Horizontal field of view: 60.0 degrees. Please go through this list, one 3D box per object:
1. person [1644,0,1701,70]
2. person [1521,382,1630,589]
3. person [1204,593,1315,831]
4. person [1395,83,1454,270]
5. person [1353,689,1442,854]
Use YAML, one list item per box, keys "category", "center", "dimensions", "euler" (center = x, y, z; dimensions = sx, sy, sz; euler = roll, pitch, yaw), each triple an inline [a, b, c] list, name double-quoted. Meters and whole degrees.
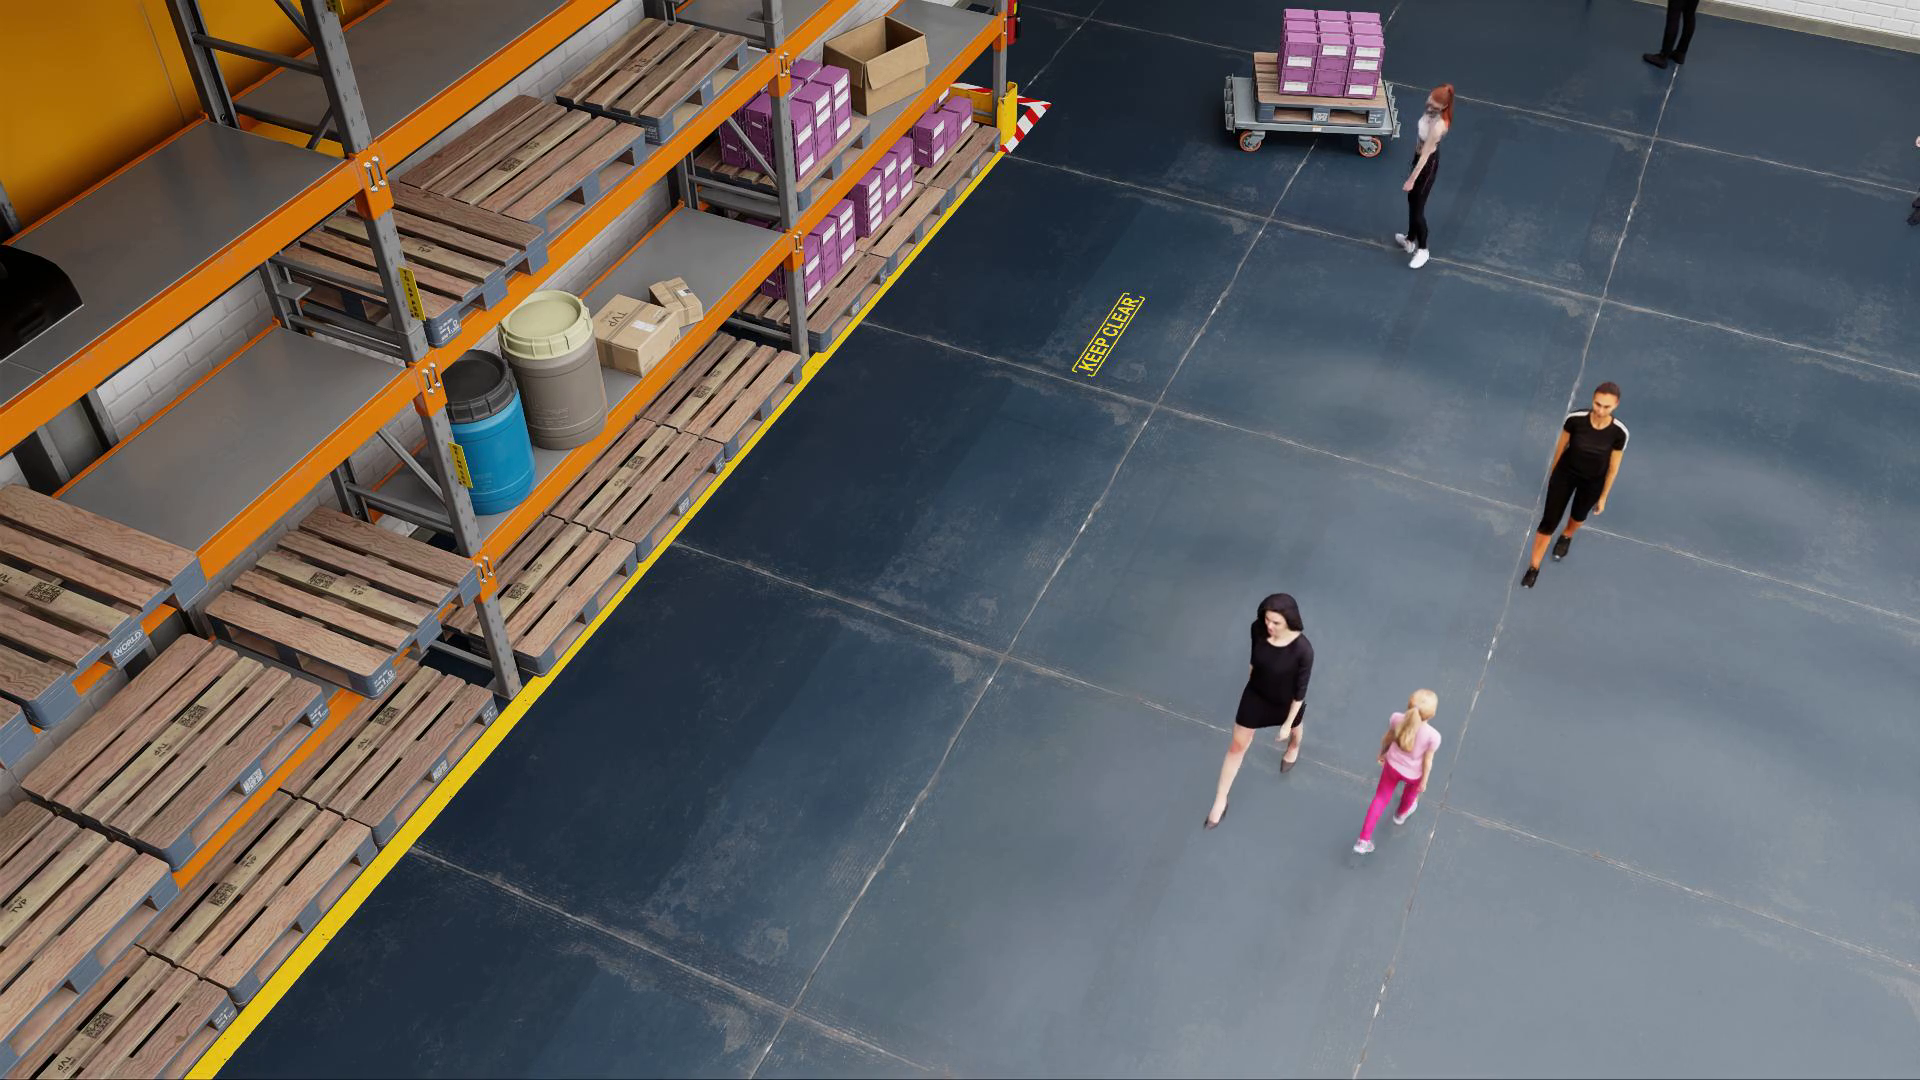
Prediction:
- category: "person"
  center: [7.434, -5.701, 16.840]
  dimensions: [0.716, 1.864, 0.800]
  euler: [-18, 46, -18]
- category: "person"
  center: [4.323, -0.475, 11.522]
  dimensions: [0.613, 1.633, 1.001]
  euler: [19, 47, 19]
- category: "person"
  center: [1.936, 0.943, 9.956]
  dimensions: [0.773, 1.738, 1.202]
  euler: [29, 51, 27]
- category: "person"
  center: [4.013, -3.231, 14.347]
  dimensions: [0.833, 1.725, 0.608]
  euler: [19, 47, 19]
- category: "person"
  center: [2.594, 1.382, 9.847]
  dimensions: [0.613, 1.254, 0.931]
  euler: [27, 50, 25]
